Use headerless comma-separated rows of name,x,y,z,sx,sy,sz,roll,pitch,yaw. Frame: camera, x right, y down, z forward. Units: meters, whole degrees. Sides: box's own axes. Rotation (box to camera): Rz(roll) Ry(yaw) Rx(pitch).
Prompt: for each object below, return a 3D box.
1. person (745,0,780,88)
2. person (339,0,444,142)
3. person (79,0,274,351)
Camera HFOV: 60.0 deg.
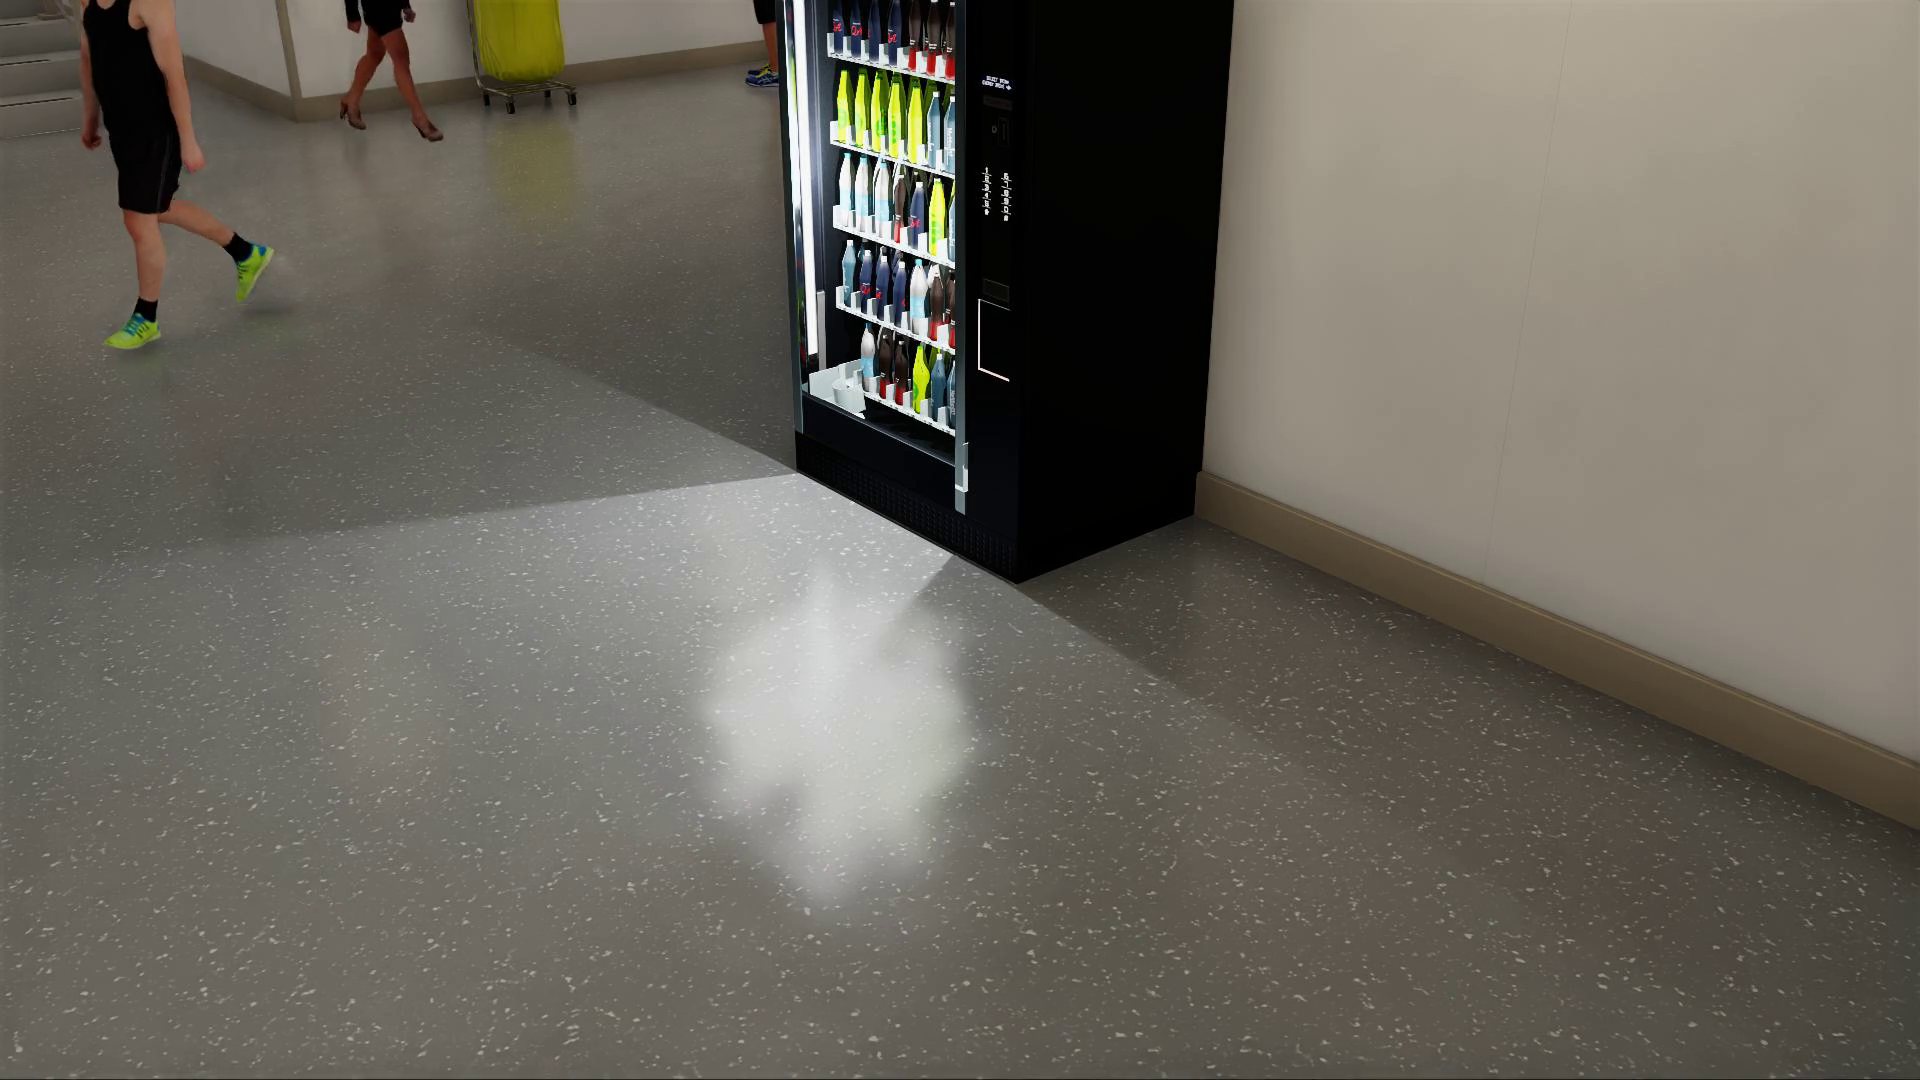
person,-1.486,-4.387,12.510,0.762,1.866,0.685,0,26,0
person,-3.793,-3.367,10.705,1.092,1.597,0.926,7,27,15
person,-3.407,-1.768,7.096,1.157,1.850,1.026,19,32,35
